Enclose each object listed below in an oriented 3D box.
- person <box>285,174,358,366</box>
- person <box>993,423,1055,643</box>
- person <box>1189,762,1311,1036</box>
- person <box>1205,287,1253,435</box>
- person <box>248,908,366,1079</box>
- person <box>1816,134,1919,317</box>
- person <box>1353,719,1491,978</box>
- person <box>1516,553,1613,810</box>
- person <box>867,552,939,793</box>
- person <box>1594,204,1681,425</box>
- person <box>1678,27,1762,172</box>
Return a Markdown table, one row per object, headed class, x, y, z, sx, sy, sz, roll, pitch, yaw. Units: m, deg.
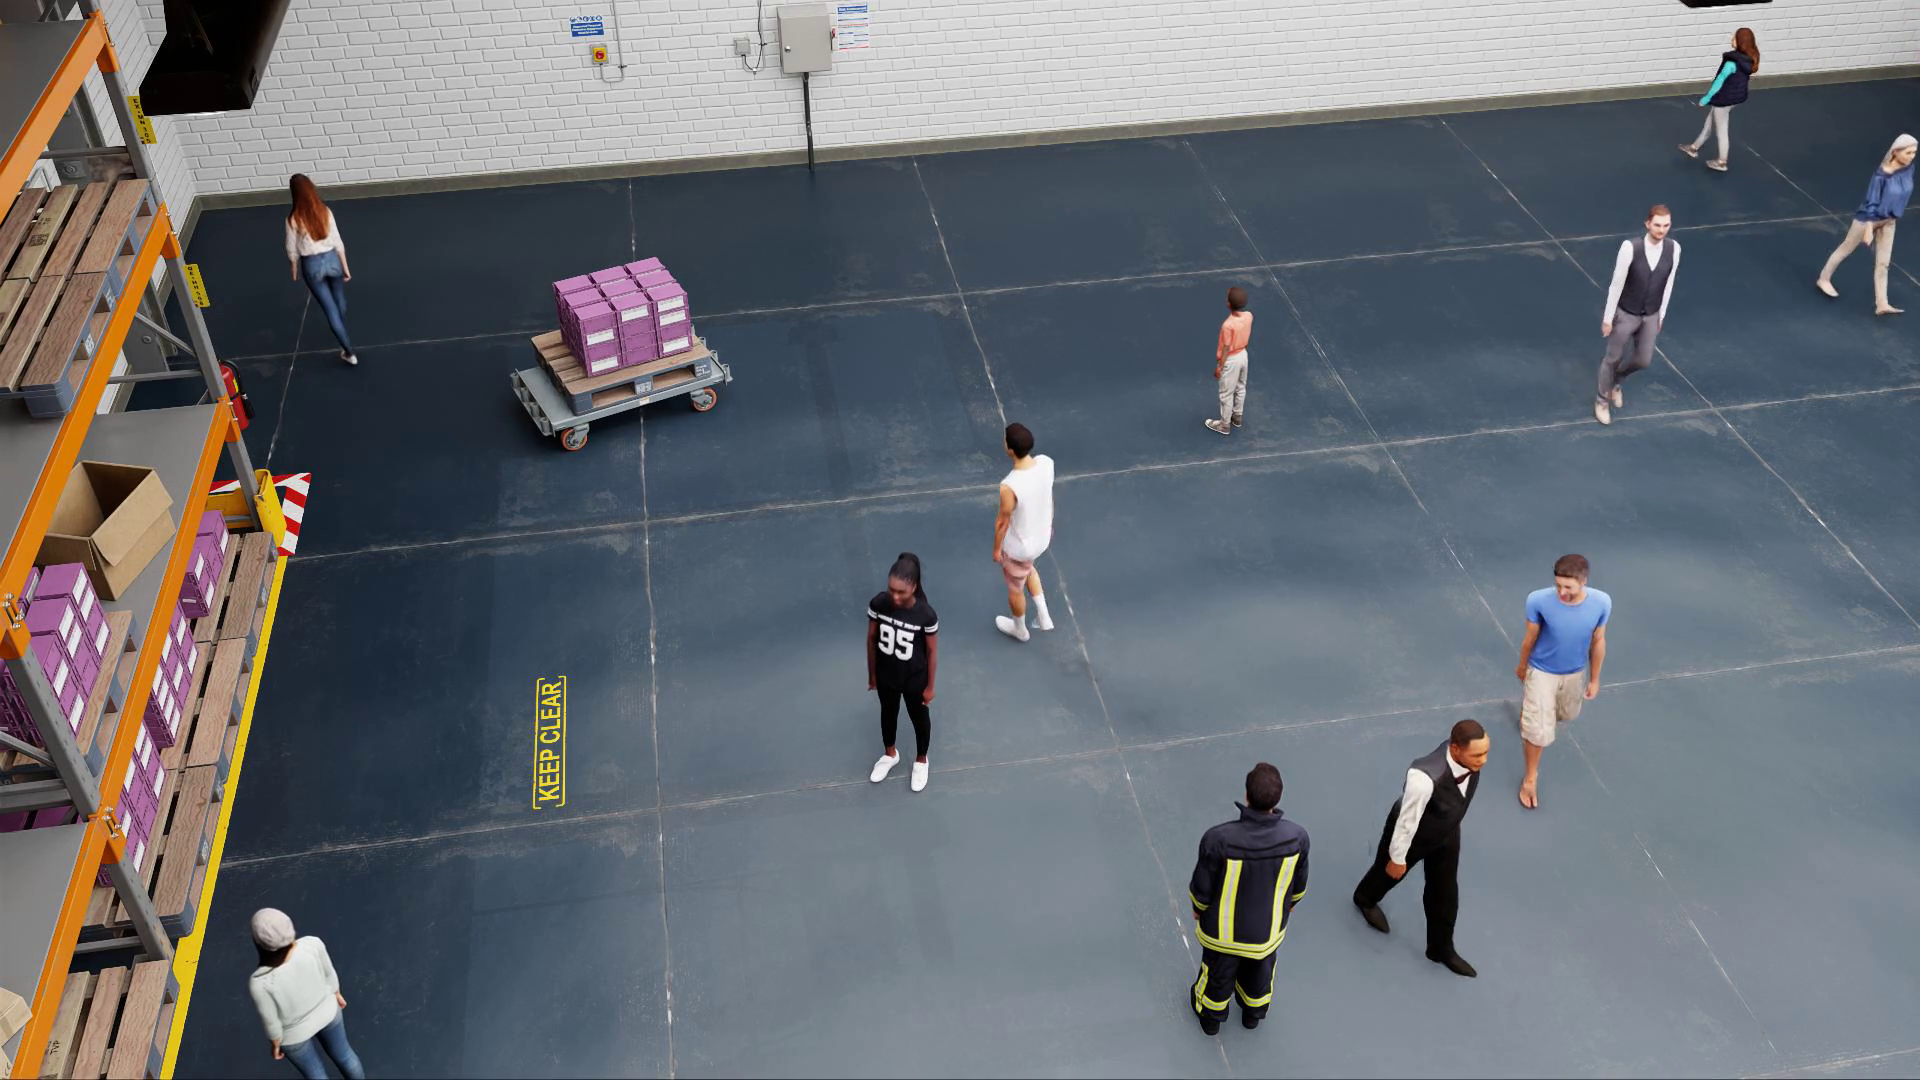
| class | x | y | z | sx | sy | sz | roll | pitch | yaw |
| --- | --- | --- | --- | --- | --- | --- | --- | --- | --- |
| person | -5.394 | -2.264 | 14.161 | 0.887 | 1.700 | 1.087 | -27 | 46 | -29 |
| person | 0.489 | 0.015 | 11.246 | 0.830 | 1.777 | 0.887 | -30 | 47 | -32 |
| person | 1.498 | 1.913 | 8.749 | 0.800 | 1.927 | 0.664 | -4 | 39 | -5 |
| person | 2.217 | -1.461 | 13.470 | 0.560 | 1.309 | 0.589 | -29 | 47 | -31 |
| person | -3.288 | 2.404 | 8.361 | 0.688 | 1.644 | 0.636 | 25 | 45 | 28 |
| person | 8.151 | -2.879 | 14.971 | 0.774 | 1.651 | 1.152 | -14 | 41 | -17 |
| person | 2.534 | 1.562 | 9.235 | 0.950 | 1.871 | 1.193 | -21 | 43 | -24 |
| person | 3.674 | 0.742 | 10.297 | 0.860 | 1.826 | 1.179 | 0 | 39 | 0 |
| person | -0.351 | 0.822 | 10.270 | 0.707 | 1.734 | 0.728 | 12 | 40 | 14 |
| person | 5.454 | -1.879 | 13.501 | 0.734 | 1.924 | 0.744 | 1 | 39 | 1 |
| person | 7.975 | -4.522 | 17.166 | 0.931 | 1.479 | 0.834 | 30 | 47 | 32 |
